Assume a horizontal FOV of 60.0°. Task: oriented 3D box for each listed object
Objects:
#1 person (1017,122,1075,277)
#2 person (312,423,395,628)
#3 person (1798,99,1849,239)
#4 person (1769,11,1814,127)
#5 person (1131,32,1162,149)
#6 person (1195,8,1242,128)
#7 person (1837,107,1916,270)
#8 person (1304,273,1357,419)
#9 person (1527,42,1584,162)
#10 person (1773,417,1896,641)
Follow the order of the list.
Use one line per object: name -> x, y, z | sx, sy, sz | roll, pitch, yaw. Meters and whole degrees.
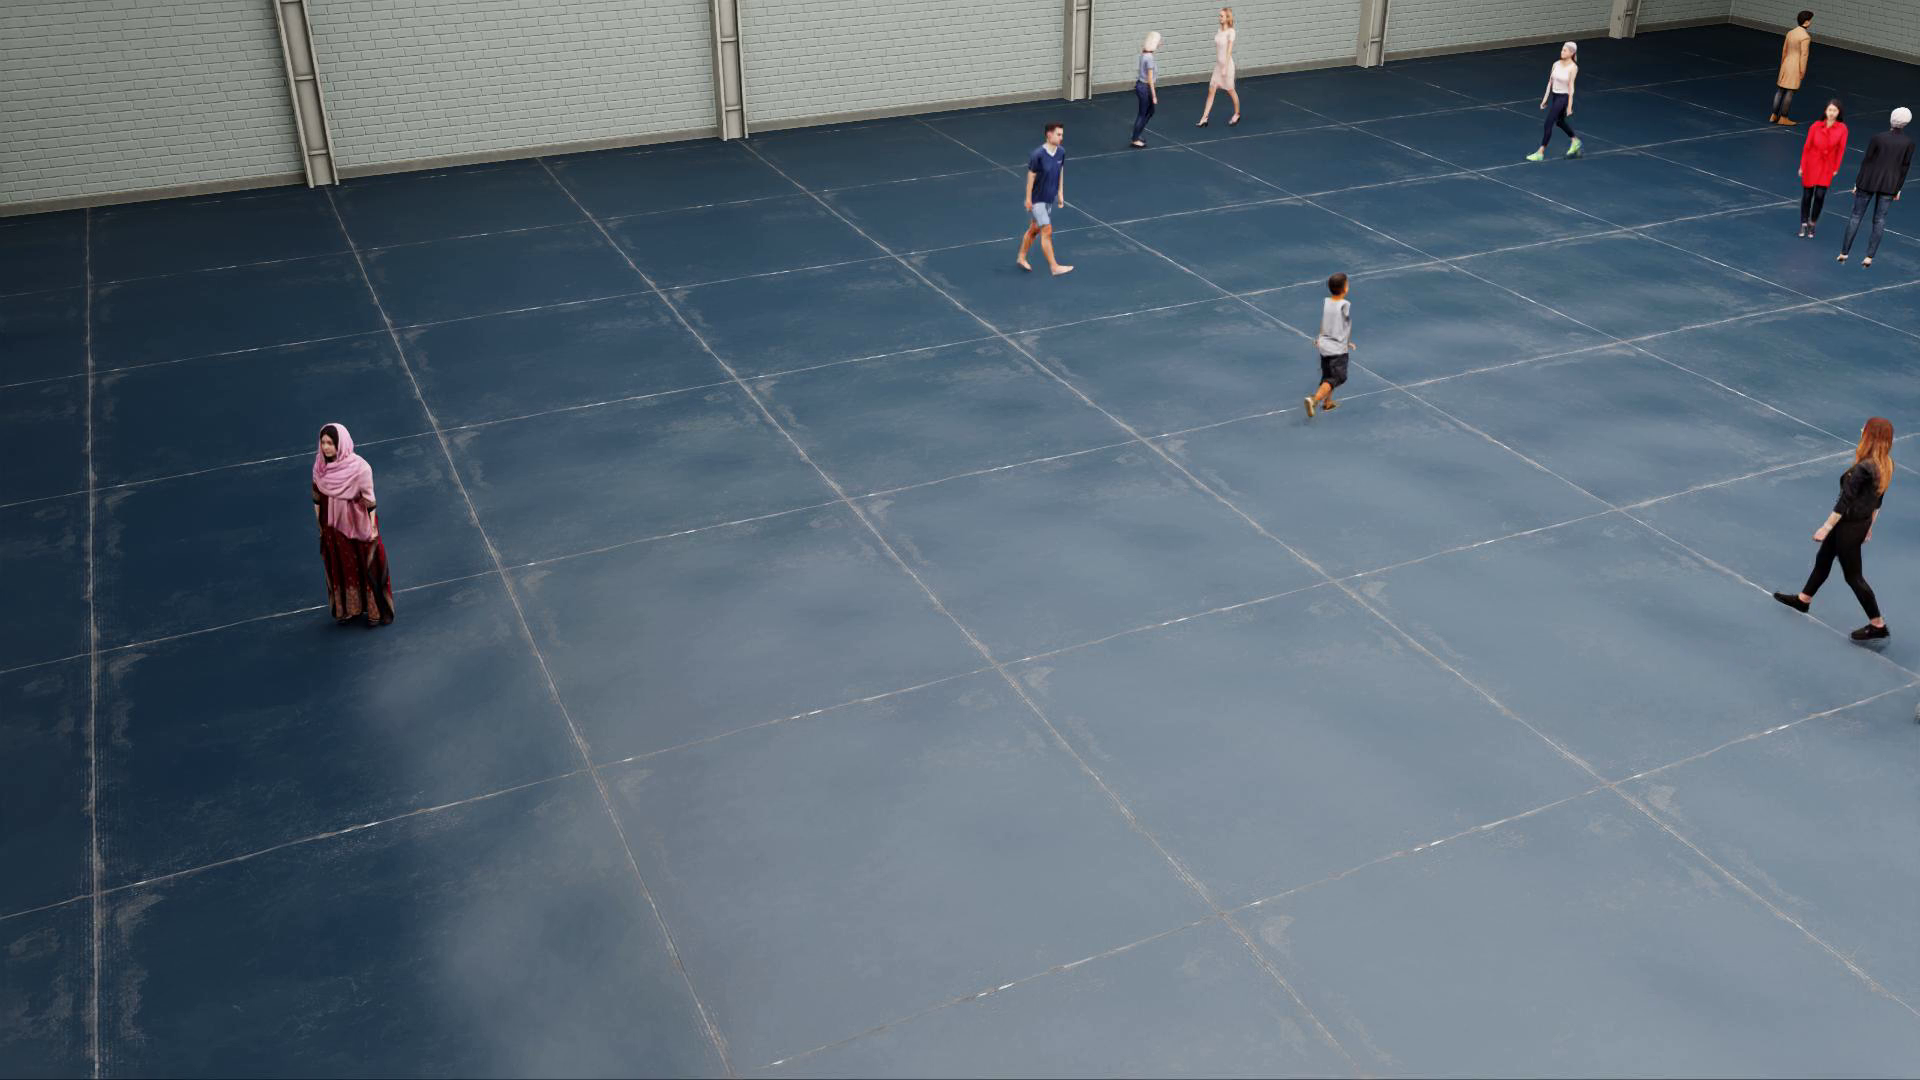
person -> 0.889, -4.001, 19.520 | 1.115, 1.787, 0.966 | -21, 34, -34
person -> -4.555, -0.118, 12.388 | 0.721, 1.637, 0.824 | 3, 28, 5
person -> 10.745, -4.652, 20.796 | 0.743, 1.737, 0.789 | 17, 32, 29
person -> 12.953, -7.358, 25.887 | 0.673, 1.726, 0.688 | -7, 29, -12
person -> 2.643, -6.622, 24.537 | 0.703, 1.697, 0.702 | -2, 28, -5
person -> 4.150, -7.231, 25.594 | 1.089, 1.779, 0.641 | -15, 31, -26
person -> 9.924, -3.844, 18.058 | 0.824, 1.782, 0.788 | 11, 30, 19
person -> 3.545, -1.879, 15.903 | 0.748, 1.442, 0.952 | 25, 37, 38
person -> 8.732, -6.320, 24.001 | 1.210, 1.667, 0.703 | -8, 29, -15
person -> 6.639, -0.048, 12.207 | 1.135, 1.683, 0.913 | -23, 36, -36
